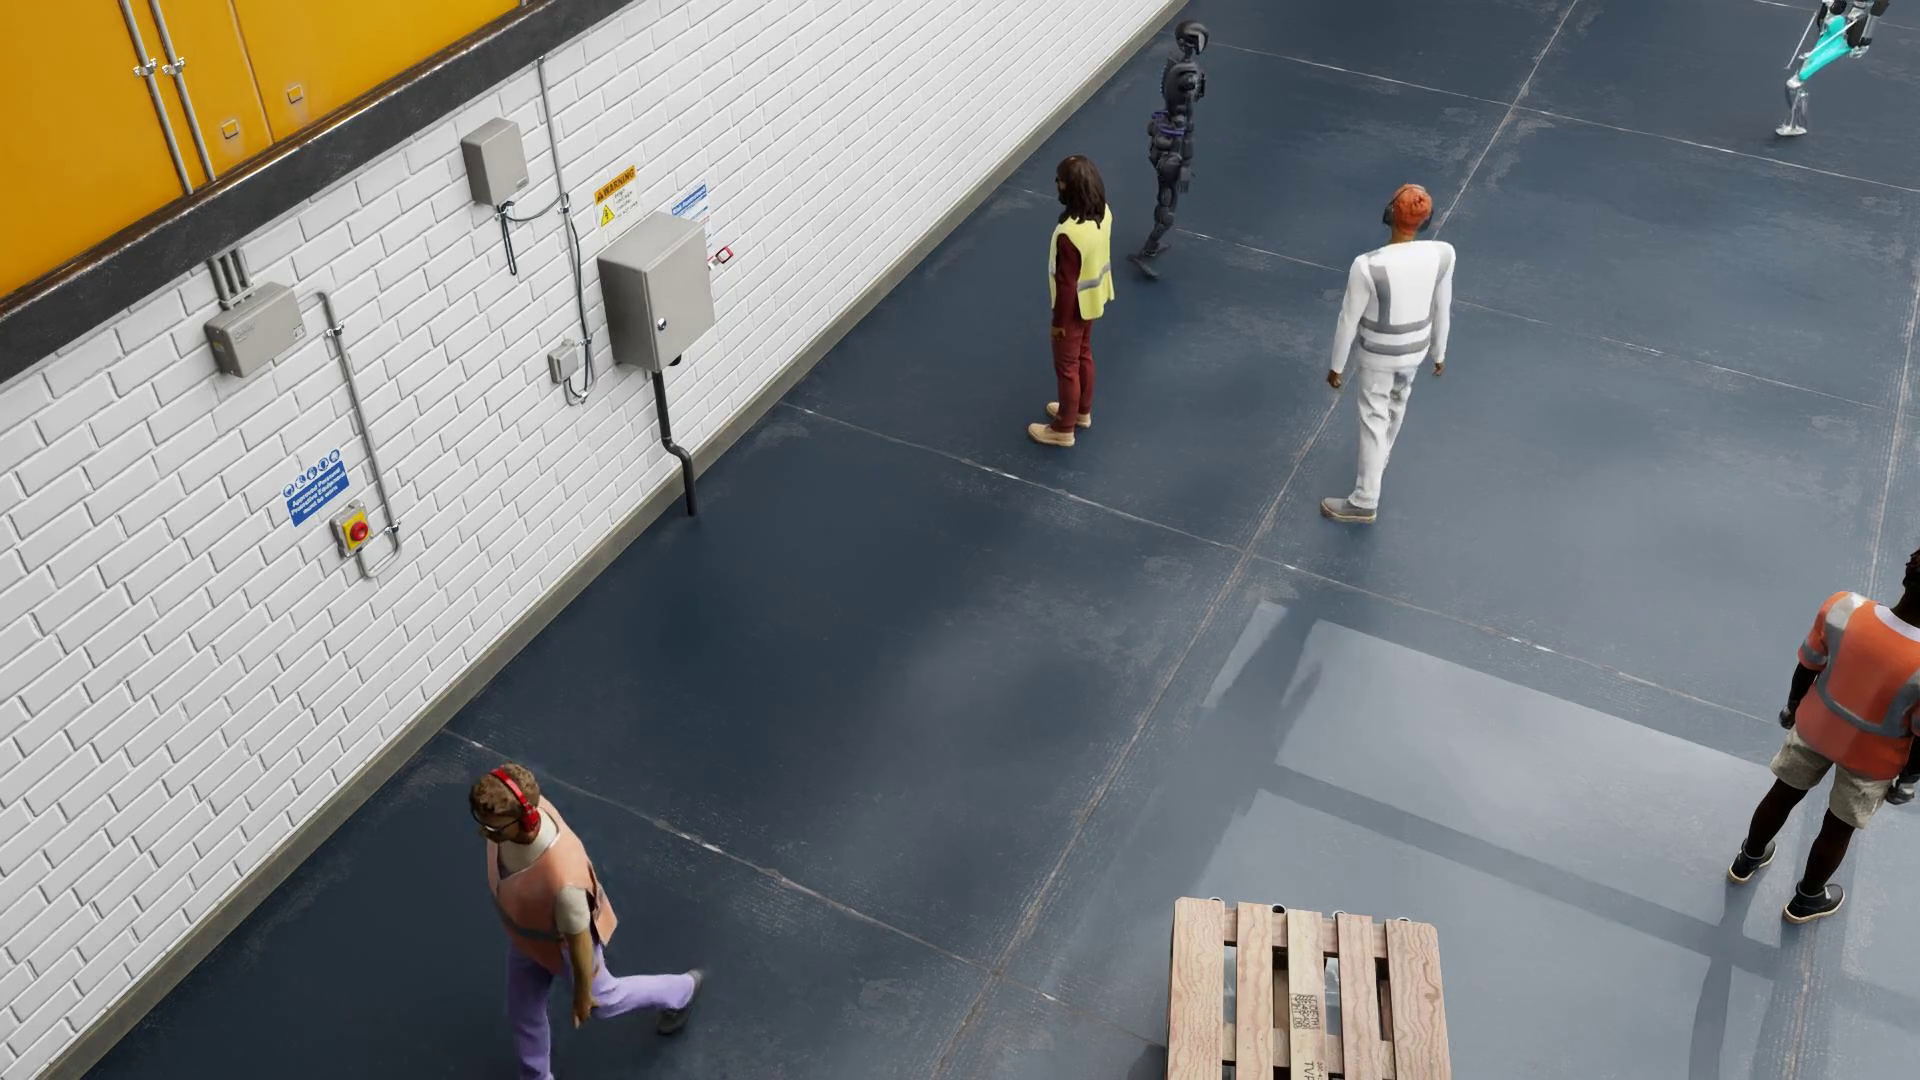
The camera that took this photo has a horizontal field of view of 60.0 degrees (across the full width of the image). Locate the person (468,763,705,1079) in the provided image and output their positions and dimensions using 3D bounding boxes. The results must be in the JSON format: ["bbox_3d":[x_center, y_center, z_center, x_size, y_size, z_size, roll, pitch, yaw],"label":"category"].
[{"bbox_3d":[-1.418,1.408,6.031,0.897,1.806,0.571,-30,49,-30],"label":"person"}]

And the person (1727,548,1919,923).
[{"bbox_3d":[3.563,0.780,6.636,0.368,1.965,0.605,-25,47,-26],"label":"person"}]

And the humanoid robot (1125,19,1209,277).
[{"bbox_3d":[1.310,-2.530,10.698,0.461,1.648,0.612,-4,41,-5],"label":"humanoid robot"}]

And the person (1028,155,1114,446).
[{"bbox_3d":[0.635,-1.311,9.213,0.411,1.768,0.471,15,43,17],"label":"person"}]

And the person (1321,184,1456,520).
[{"bbox_3d":[2.242,-0.999,8.793,0.626,1.851,0.666,-12,42,-13],"label":"person"}]

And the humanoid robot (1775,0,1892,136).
[{"bbox_3d":[6.243,-3.679,11.996,0.815,1.798,0.541,-9,42,-11],"label":"humanoid robot"}]
